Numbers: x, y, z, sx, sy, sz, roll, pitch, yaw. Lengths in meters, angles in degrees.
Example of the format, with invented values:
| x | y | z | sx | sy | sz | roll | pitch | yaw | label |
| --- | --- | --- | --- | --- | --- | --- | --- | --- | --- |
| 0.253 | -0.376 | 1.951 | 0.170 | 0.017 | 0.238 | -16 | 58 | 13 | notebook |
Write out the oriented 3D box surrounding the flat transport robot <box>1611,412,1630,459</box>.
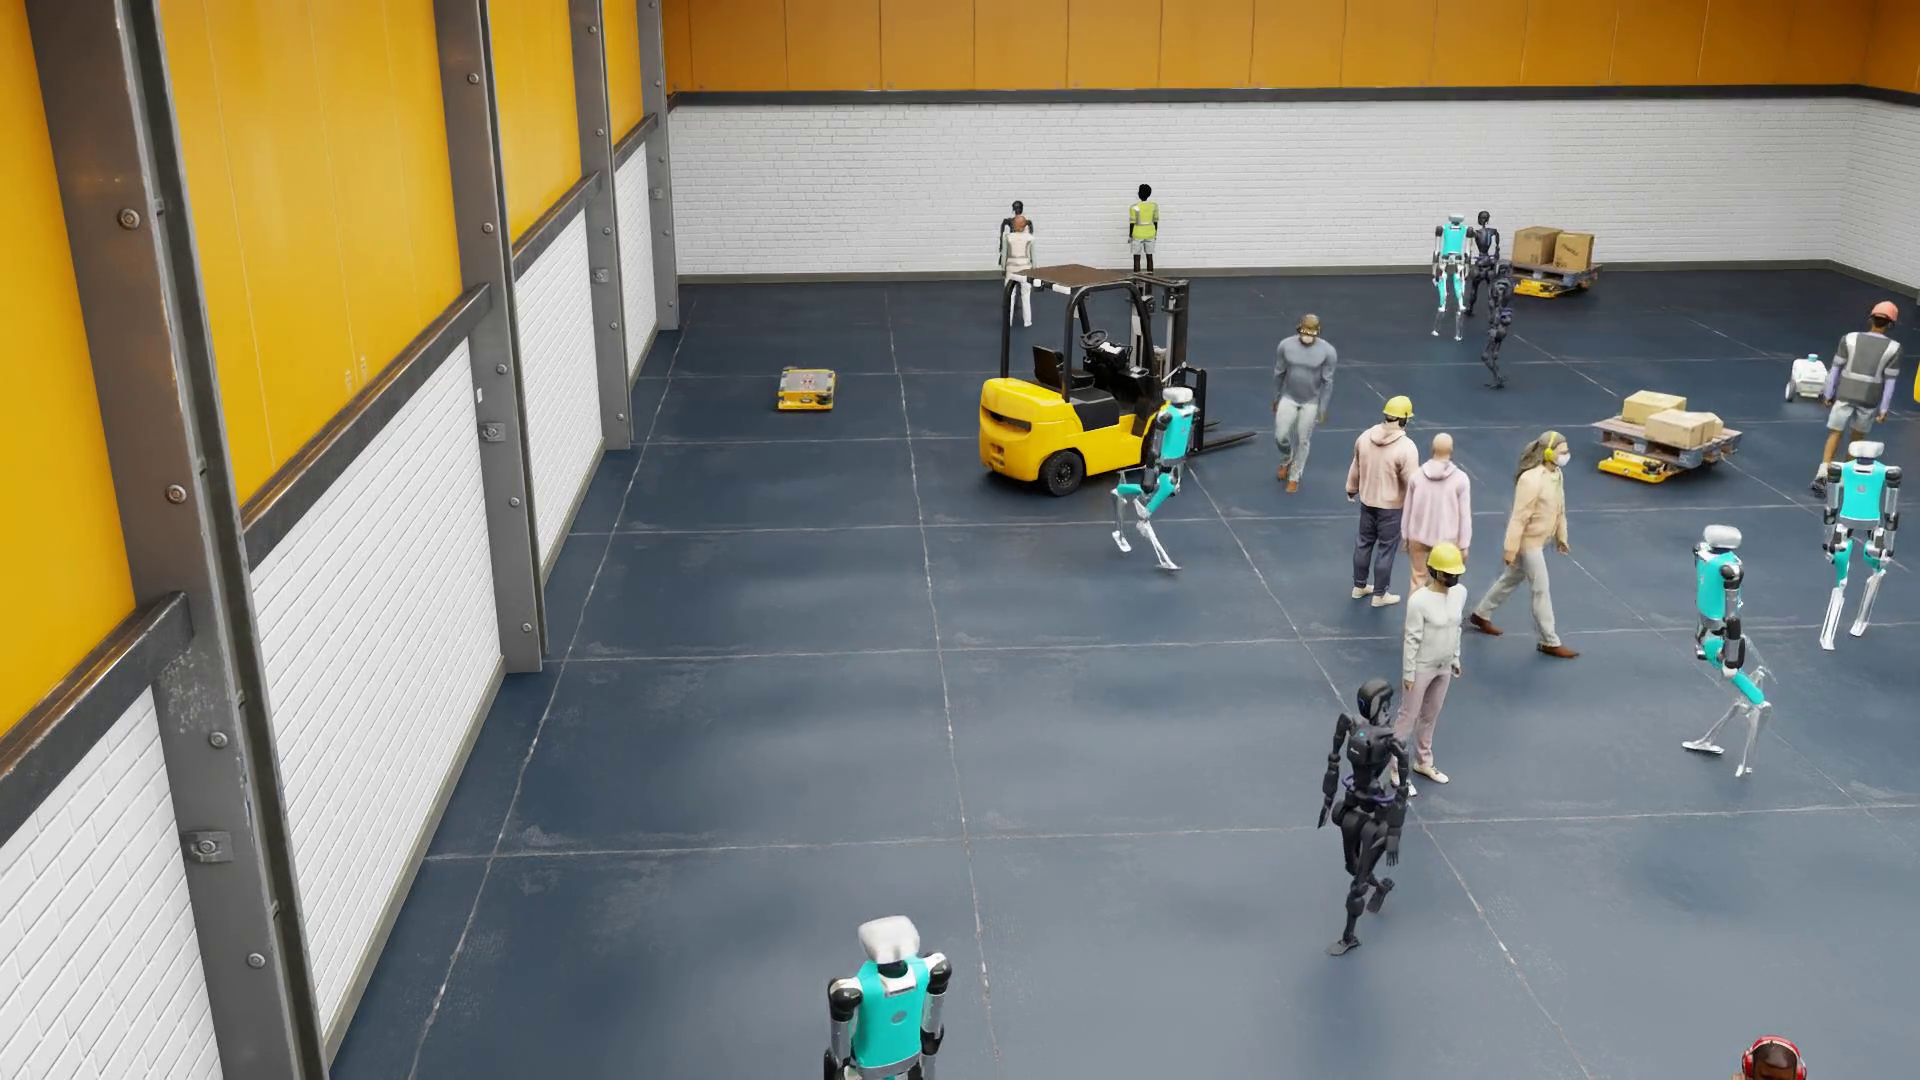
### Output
| x | y | z | sx | sy | sz | roll | pitch | yaw | label |
| --- | --- | --- | --- | --- | --- | --- | --- | --- | --- |
| 7.715 | -1.144 | 18.745 | 0.659 | 0.231 | 1.431 | 8 | 22 | 20 | flat transport robot |

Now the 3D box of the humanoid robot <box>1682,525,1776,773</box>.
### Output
| x | y | z | sx | sy | sz | roll | pitch | yaw | label |
| --- | --- | --- | --- | --- | --- | --- | --- | --- | --- |
| 5.385 | 0.753 | 11.455 | 0.796 | 1.783 | 0.540 | -1 | 20 | -2 | humanoid robot |

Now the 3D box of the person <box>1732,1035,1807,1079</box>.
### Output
| x | y | z | sx | sy | sz | roll | pitch | yaw | label |
| --- | --- | --- | --- | --- | --- | --- | --- | --- | --- |
| 3.058 | 2.613 | 6.496 | 0.472 | 1.650 | 0.309 | 5 | 21 | 14 | person |

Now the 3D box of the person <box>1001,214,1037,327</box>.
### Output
| x | y | z | sx | sy | sz | roll | pitch | yaw | label |
| --- | --- | --- | --- | --- | --- | --- | --- | --- | --- |
| 0.860 | -3.937 | 24.375 | 0.526 | 1.633 | 0.314 | 0 | 20 | 0 | person |

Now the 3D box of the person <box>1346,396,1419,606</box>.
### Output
| x | y | z | sx | sy | sz | roll | pitch | yaw | label |
| --- | --- | --- | --- | --- | --- | --- | --- | --- | --- |
| 3.616 | -0.326 | 14.218 | 0.434 | 1.854 | 0.822 | -15 | 25 | -36 | person |

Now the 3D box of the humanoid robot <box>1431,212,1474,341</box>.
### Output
| x | y | z | sx | sy | sz | roll | pitch | yaw | label |
| --- | --- | --- | --- | --- | --- | --- | --- | --- | --- |
| 6.984 | -3.694 | 23.629 | 0.531 | 1.804 | 0.797 | 4 | 20 | 10 | humanoid robot |

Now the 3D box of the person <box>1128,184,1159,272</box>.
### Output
| x | y | z | sx | sy | sz | roll | pitch | yaw | label |
| --- | --- | --- | --- | --- | --- | --- | --- | --- | --- |
| 2.963 | -4.914 | 26.936 | 0.537 | 1.699 | 0.317 | -6 | 21 | -17 | person |

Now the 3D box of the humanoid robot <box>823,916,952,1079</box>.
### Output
| x | y | z | sx | sy | sz | roll | pitch | yaw | label |
| --- | --- | --- | --- | --- | --- | --- | --- | --- | --- |
| -0.415 | 2.320 | 7.221 | 0.535 | 1.792 | 0.809 | -10 | 22 | -25 | humanoid robot |

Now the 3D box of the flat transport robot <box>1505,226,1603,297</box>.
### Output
| x | y | z | sx | sy | sz | roll | pitch | yaw | label |
| --- | --- | --- | --- | --- | --- | --- | --- | --- | --- |
| 9.583 | -4.154 | 26.945 | 1.431 | 0.231 | 0.659 | -18 | 27 | -40 | flat transport robot |

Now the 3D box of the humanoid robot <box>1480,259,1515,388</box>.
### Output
| x | y | z | sx | sy | sz | roll | pitch | yaw | label |
| --- | --- | --- | --- | --- | --- | --- | --- | --- | --- |
| 6.808 | -2.738 | 21.041 | 0.344 | 1.644 | 0.610 | 7 | 21 | 19 | humanoid robot |

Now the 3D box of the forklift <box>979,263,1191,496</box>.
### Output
| x | y | z | sx | sy | sz | roll | pitch | yaw | label |
| --- | --- | --- | --- | --- | --- | --- | --- | --- | --- |
| 1.315 | -1.764 | 17.646 | 2.313 | 2.155 | 1.214 | -14 | 24 | -33 | forklift |

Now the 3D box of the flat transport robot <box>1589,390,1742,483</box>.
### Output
| x | y | z | sx | sy | sz | roll | pitch | yaw | label |
| --- | --- | --- | --- | --- | --- | --- | --- | --- | --- |
| 7.645 | -0.912 | 18.112 | 1.431 | 0.231 | 0.659 | -15 | 25 | -36 | flat transport robot |

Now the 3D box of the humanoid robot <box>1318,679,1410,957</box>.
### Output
| x | y | z | sx | sy | sz | roll | pitch | yaw | label |
| --- | --- | --- | --- | --- | --- | --- | --- | --- | --- |
| 2.356 | 1.525 | 9.465 | 0.702 | 1.639 | 0.588 | -15 | 25 | -35 | humanoid robot |

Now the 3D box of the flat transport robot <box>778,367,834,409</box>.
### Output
| x | y | z | sx | sy | sz | roll | pitch | yaw | label |
| --- | --- | --- | --- | --- | --- | --- | --- | --- | --- |
| -1.914 | -1.894 | 20.787 | 0.659 | 0.231 | 1.431 | -1 | 20 | -3 | flat transport robot |

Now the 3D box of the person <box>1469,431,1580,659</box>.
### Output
| x | y | z | sx | sy | sz | roll | pitch | yaw | label |
| --- | --- | --- | --- | --- | --- | --- | --- | --- | --- |
| 4.604 | -0.008 | 13.387 | 0.959 | 1.834 | 0.576 | 16 | 25 | 37 | person |

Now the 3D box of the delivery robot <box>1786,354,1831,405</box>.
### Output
| x | y | z | sx | sy | sz | roll | pitch | yaw | label |
| --- | --- | --- | --- | --- | --- | --- | --- | --- | --- |
| 10.551 | -1.994 | 20.659 | 0.499 | 0.604 | 0.801 | 7 | 21 | 19 | delivery robot |

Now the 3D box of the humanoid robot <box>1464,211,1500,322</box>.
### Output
| x | y | z | sx | sy | sz | roll | pitch | yaw | label |
| --- | --- | --- | --- | --- | --- | --- | --- | --- | --- |
| 7.791 | -4.064 | 24.725 | 0.591 | 1.623 | 0.777 | -6 | 21 | -16 | humanoid robot |

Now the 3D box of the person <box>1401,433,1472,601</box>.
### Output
| x | y | z | sx | sy | sz | roll | pitch | yaw | label |
| --- | --- | --- | --- | --- | --- | --- | --- | --- | --- |
| 3.819 | 0.017 | 13.390 | 0.577 | 1.774 | 0.454 | 11 | 23 | 27 | person |

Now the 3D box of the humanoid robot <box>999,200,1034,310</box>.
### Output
| x | y | z | sx | sy | sz | roll | pitch | yaw | label |
| --- | --- | --- | --- | --- | --- | --- | --- | --- | --- |
| 0.875 | -4.367 | 25.481 | 0.610 | 1.646 | 0.438 | 7 | 21 | 20 | humanoid robot |

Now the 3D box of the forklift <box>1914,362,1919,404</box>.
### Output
| x | y | z | sx | sy | sz | roll | pitch | yaw | label |
| --- | --- | --- | --- | --- | --- | --- | --- | --- | --- |
| 12.602 | -2.435 | 19.475 | 2.313 | 2.155 | 1.214 | -1 | 20 | -4 | forklift |

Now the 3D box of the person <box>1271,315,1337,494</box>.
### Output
| x | y | z | sx | sy | sz | roll | pitch | yaw | label |
| --- | --- | --- | --- | --- | --- | --- | --- | --- | --- |
| 3.515 | -1.410 | 17.096 | 0.657 | 1.913 | 0.472 | 12 | 23 | 29 | person |

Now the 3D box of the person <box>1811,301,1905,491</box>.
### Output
| x | y | z | sx | sy | sz | roll | pitch | yaw | label |
| --- | --- | --- | --- | --- | --- | --- | --- | --- | --- |
| 9.197 | -1.427 | 17.029 | 0.656 | 2.000 | 0.839 | 14 | 24 | 33 | person |

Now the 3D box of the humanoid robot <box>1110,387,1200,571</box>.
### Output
| x | y | z | sx | sy | sz | roll | pitch | yaw | label |
| --- | --- | --- | --- | --- | --- | --- | --- | --- | --- |
| 1.691 | -0.596 | 15.189 | 1.054 | 1.740 | 0.583 | 19 | 27 | 42 | humanoid robot |

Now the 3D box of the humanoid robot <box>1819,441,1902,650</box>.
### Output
| x | y | z | sx | sy | sz | roll | pitch | yaw | label |
| --- | --- | --- | --- | --- | --- | --- | --- | --- | --- |
| 7.315 | -0.003 | 13.544 | 0.579 | 1.782 | 0.885 | 13 | 24 | 32 | humanoid robot |

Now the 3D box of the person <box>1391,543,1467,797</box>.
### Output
| x | y | z | sx | sy | sz | roll | pitch | yaw | label |
| --- | --- | --- | --- | --- | --- | --- | --- | --- | --- |
| 3.169 | 0.847 | 11.145 | 0.525 | 1.768 | 0.327 | -12 | 23 | -30 | person |
